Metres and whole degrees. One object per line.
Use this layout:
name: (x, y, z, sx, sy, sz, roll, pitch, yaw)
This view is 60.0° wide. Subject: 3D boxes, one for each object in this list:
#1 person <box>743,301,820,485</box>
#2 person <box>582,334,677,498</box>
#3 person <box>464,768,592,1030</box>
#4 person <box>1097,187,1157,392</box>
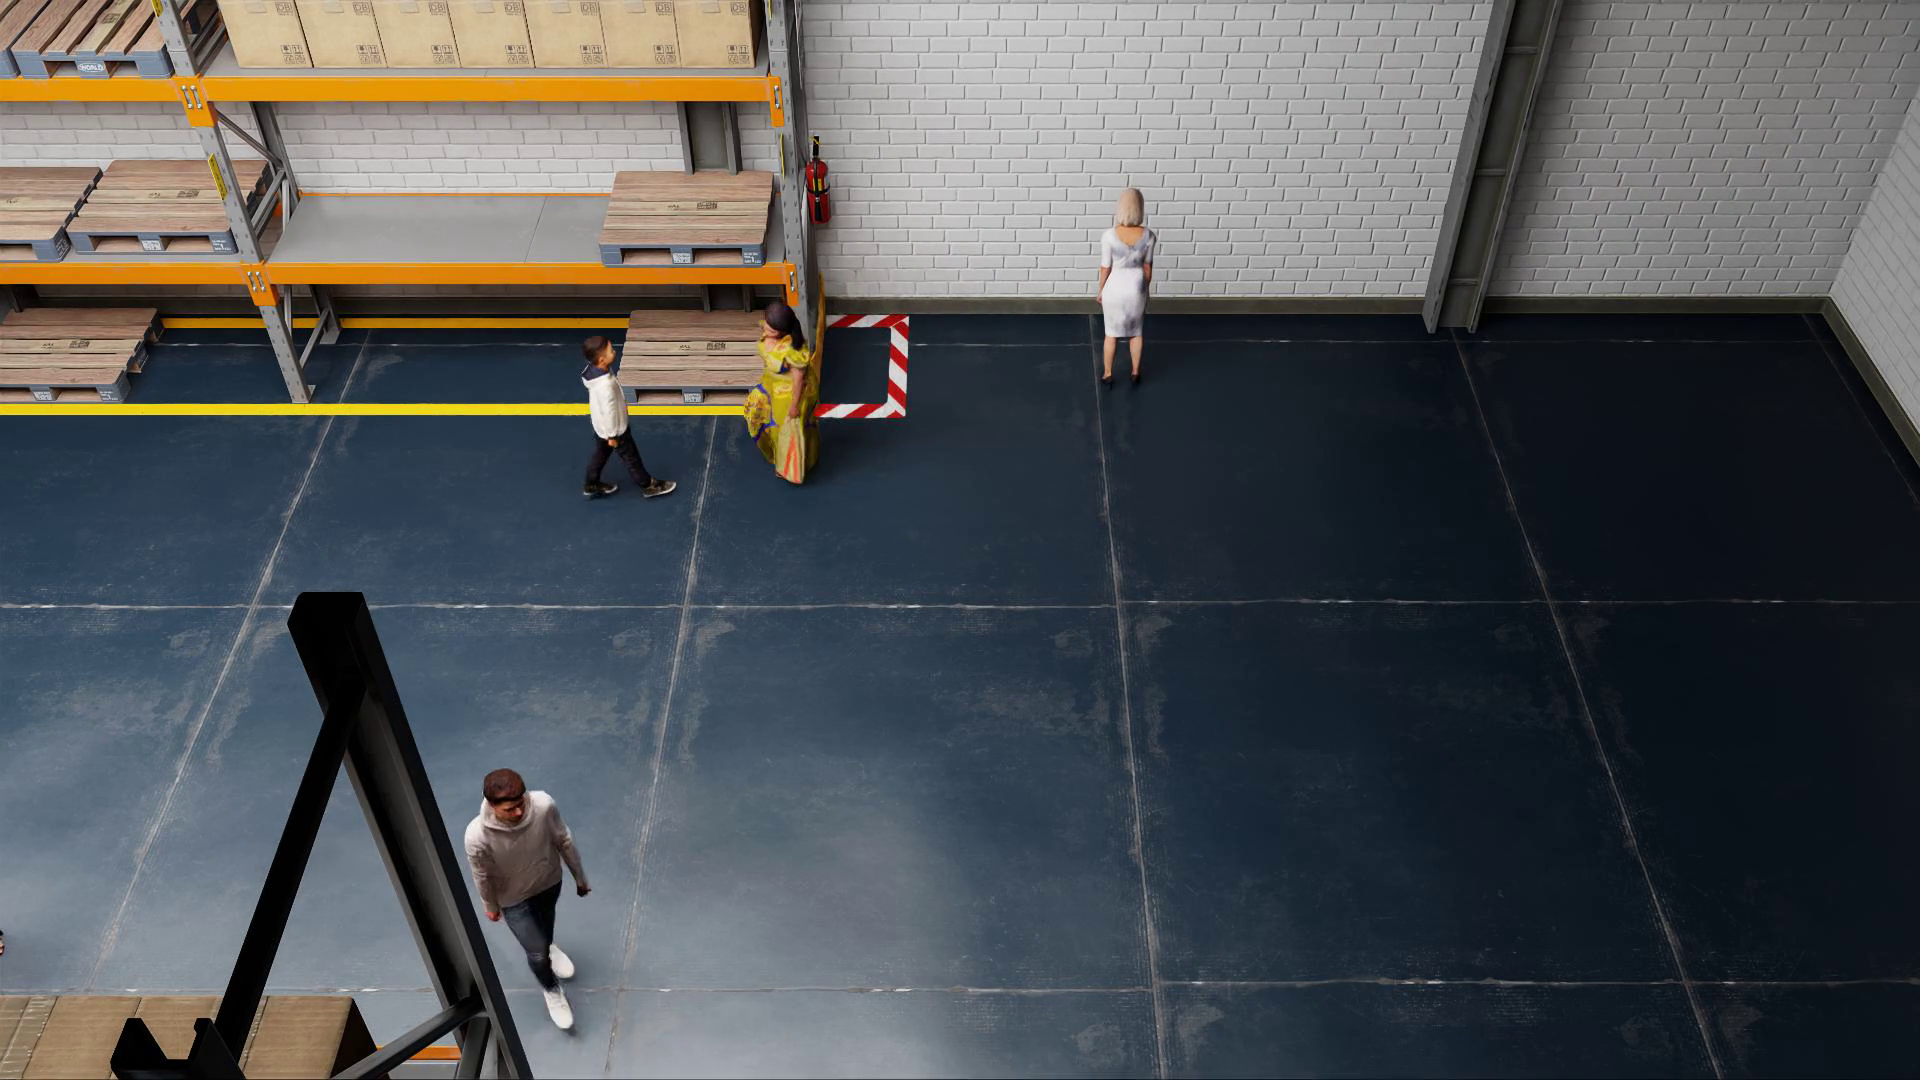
person: (-1.164, -1.113, 11.983, 1.052, 1.632, 0.994, -21, 48, -21)
person: (-2.550, -0.833, 11.838, 0.981, 1.428, 0.798, -14, 45, -14)
person: (-2.334, 1.753, 8.829, 0.947, 1.833, 1.000, -32, 52, -29)
person: (1.266, -1.903, 12.728, 0.449, 1.749, 0.629, -2, 44, -2)
